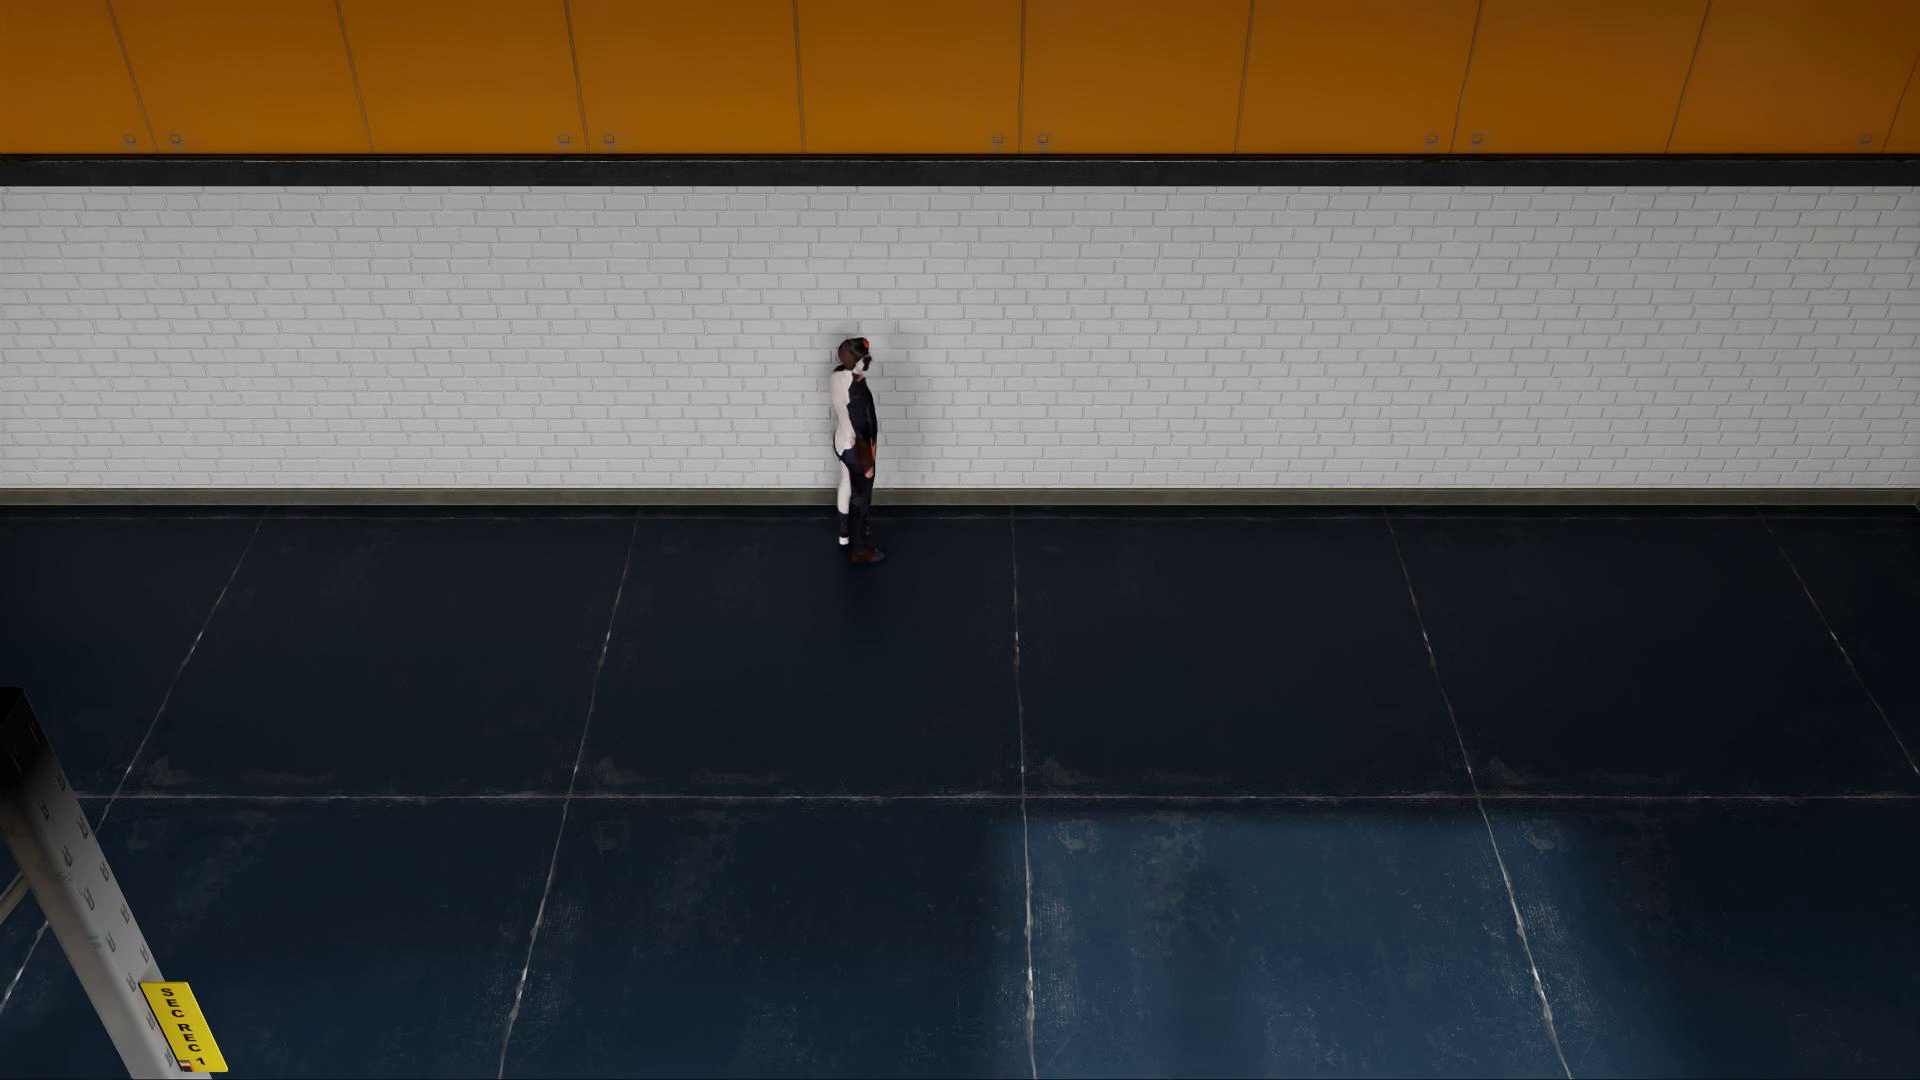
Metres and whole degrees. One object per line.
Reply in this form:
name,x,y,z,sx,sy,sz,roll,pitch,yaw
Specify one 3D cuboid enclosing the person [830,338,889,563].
person,-0.784,-0.686,12.427,0.829,1.891,0.666,-14,41,-16
